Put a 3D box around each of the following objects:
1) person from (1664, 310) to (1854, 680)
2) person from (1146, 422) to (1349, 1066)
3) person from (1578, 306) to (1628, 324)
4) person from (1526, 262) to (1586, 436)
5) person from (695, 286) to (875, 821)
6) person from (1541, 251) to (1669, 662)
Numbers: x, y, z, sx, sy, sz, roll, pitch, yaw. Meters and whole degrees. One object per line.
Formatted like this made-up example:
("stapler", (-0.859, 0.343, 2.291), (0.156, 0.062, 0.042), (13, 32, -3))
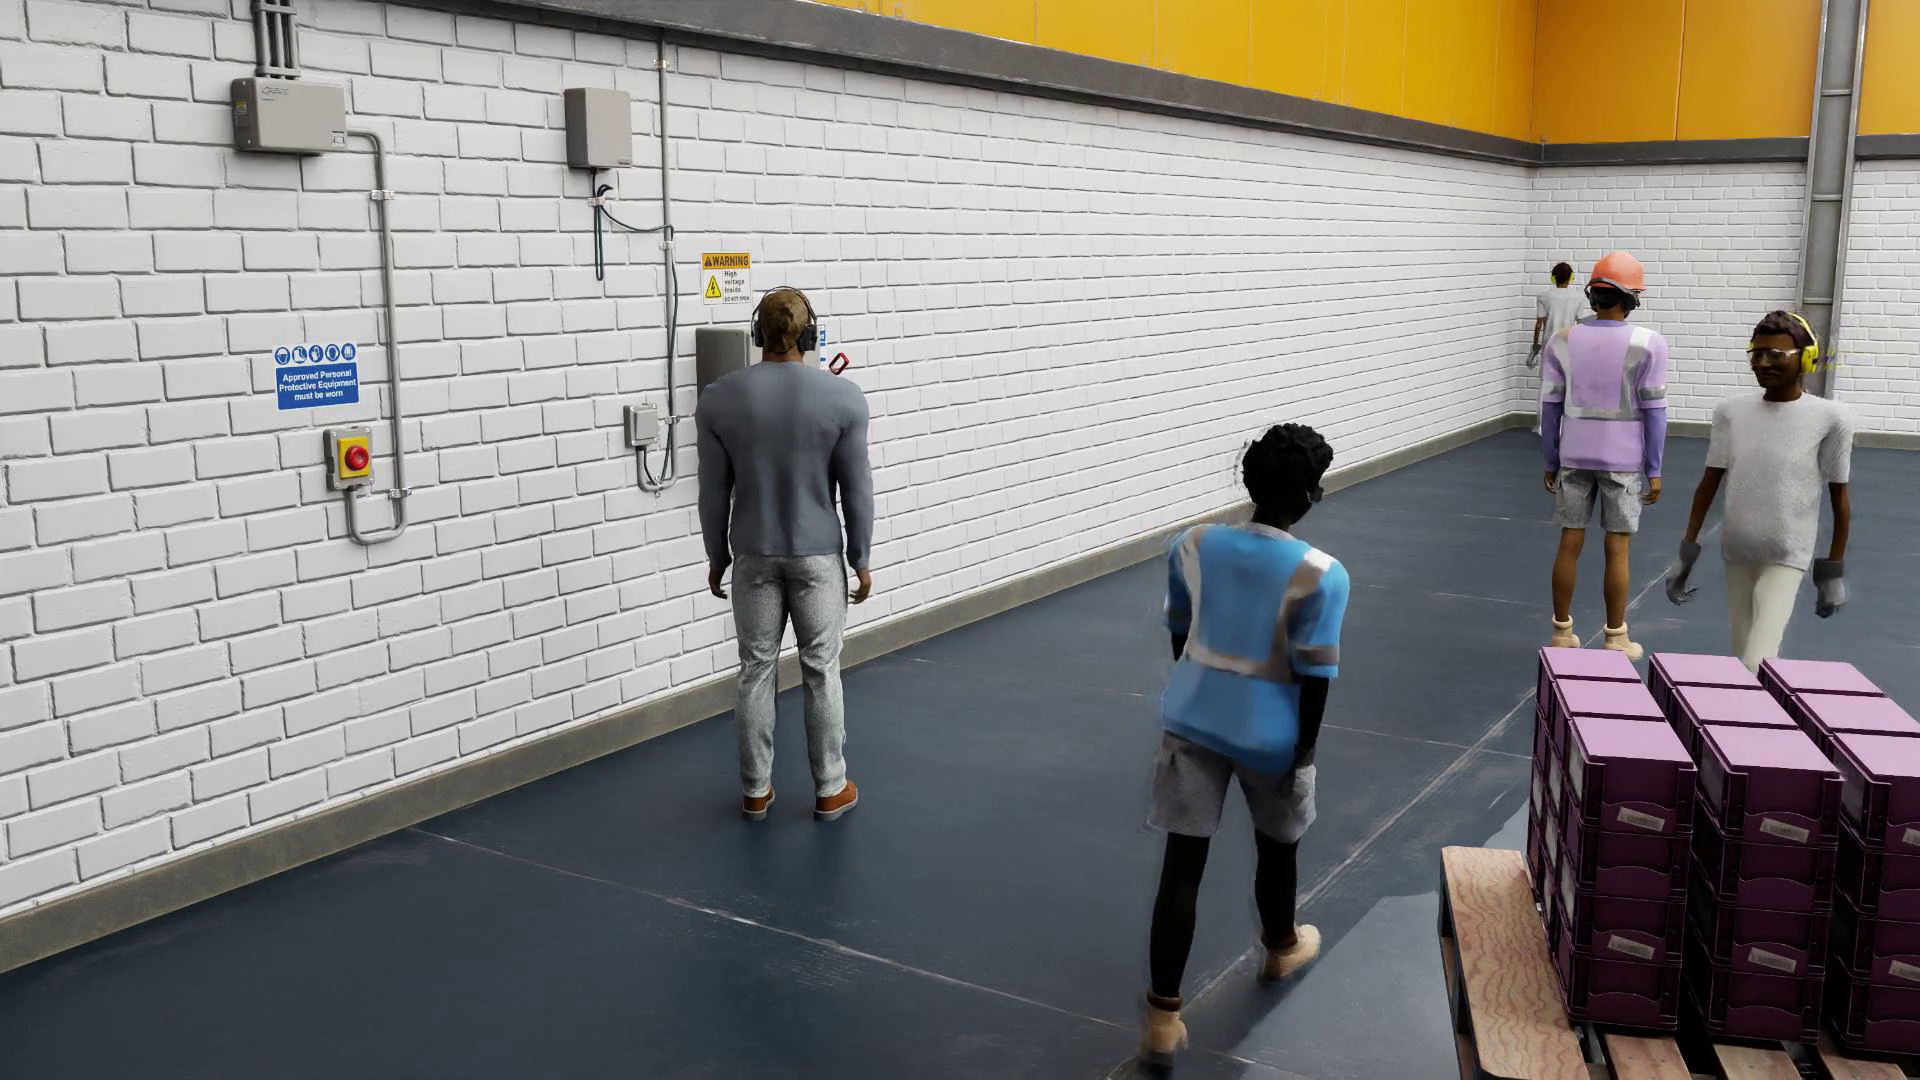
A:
("person", (2.873, 0.098, 6.065), (0.658, 1.848, 0.523), (-7, 12, -33))
("person", (0.751, 0.507, 4.378), (0.535, 1.635, 0.917), (5, 12, 28))
("person", (6.298, -1.651, 16.346), (0.507, 1.631, 0.265), (8, 13, 37))
("person", (6.410, -2.038, 17.882), (0.584, 1.856, 0.331), (2, 10, 13))
("person", (-0.619, 0.062, 6.005), (0.636, 1.939, 0.364), (1, 10, 4))
("person", (3.198, -0.399, 8.274), (0.610, 2.043, 0.375), (9, 13, 40))
